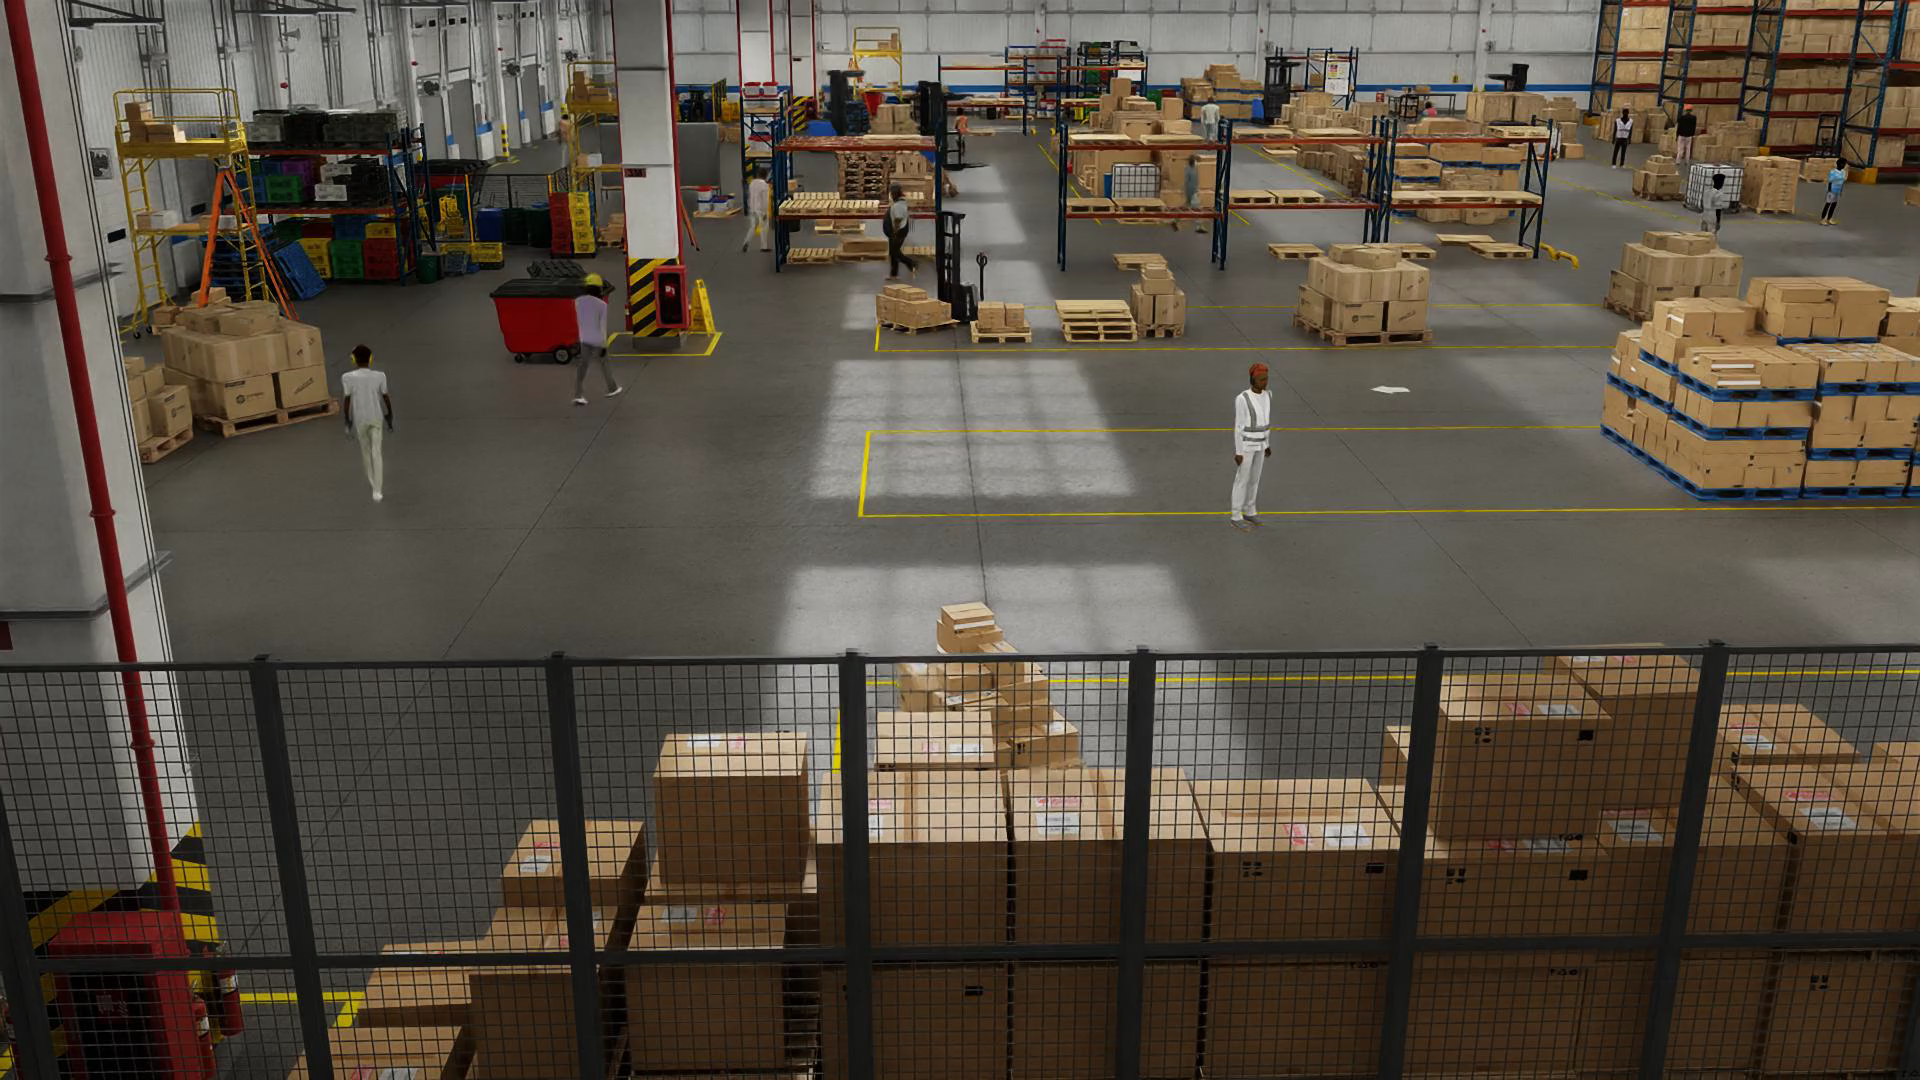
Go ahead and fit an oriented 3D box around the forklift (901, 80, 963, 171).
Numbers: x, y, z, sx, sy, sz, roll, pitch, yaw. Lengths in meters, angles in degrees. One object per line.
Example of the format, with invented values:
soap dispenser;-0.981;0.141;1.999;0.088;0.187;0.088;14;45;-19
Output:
forklift;-0.976;-13.185;52.985;1.873;2.768;1.129;-9;21;-26

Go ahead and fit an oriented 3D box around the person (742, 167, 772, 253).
person;-4.559;-7.368;37.244;0.649;1.909;0.690;16;25;40

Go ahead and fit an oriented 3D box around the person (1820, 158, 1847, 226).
person;21.828;-8.688;41.497;0.532;1.686;0.334;-8;20;-23

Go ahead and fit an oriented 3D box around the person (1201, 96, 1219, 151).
person;8.974;-14.977;59.765;0.652;1.928;0.434;4;19;11

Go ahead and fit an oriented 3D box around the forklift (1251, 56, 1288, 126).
forklift;13.178;-18.831;69.734;1.129;2.768;1.873;-7;20;-20

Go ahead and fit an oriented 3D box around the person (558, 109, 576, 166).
person;-12.840;-13.114;54.321;0.598;1.886;0.966;2;19;5

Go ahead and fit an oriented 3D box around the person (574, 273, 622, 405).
person;-5.332;-2.911;24.080;0.580;1.871;1.021;7;20;19

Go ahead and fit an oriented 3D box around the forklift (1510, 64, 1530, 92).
forklift;21.332;-16.786;63.667;1.873;2.768;1.129;0;19;-1

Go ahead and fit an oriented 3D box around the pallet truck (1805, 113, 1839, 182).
pallet truck;26.403;-11.957;50.702;0.823;1.965;1.885;6;19;16

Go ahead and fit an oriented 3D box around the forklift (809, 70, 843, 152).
forklift;-4.390;-15.230;59.051;1.873;2.768;1.129;1;19;3

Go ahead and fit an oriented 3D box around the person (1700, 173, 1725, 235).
person;16.133;-6.882;35.716;0.373;1.960;0.608;-3;19;-9

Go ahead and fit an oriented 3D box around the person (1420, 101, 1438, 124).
person;16.471;-14.543;58.634;0.649;1.826;0.455;-7;20;-20

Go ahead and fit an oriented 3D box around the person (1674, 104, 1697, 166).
person;23.922;-13.353;54.849;0.612;1.995;0.376;1;19;2

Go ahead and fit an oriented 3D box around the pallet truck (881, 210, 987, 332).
pallet truck;-0.493;-4.759;29.349;1.885;1.965;0.823;-13;23;-34

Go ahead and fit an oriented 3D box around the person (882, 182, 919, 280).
person;-1.238;-6.274;33.776;0.673;2.000;0.687;0;19;-1

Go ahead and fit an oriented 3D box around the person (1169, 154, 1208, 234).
person;5.560;-8.380;40.250;0.928;1.900;0.640;4;19;12

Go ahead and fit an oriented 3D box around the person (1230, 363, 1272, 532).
person;3.251;-1.037;18.483;0.582;1.882;0.338;-17;25;-41

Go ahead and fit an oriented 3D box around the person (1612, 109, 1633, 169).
person;21.515;-13.050;54.082;0.592;1.912;0.383;2;19;5

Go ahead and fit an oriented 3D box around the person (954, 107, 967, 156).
person;0.029;-14.186;57.798;0.548;1.683;0.370;-14;23;-35

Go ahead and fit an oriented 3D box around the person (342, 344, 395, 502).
person;-7.004;-1.423;19.720;0.554;1.819;0.990;-5;19;-15

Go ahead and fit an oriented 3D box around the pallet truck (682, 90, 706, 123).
pallet truck;-9.671;-15.907;62.421;0.823;1.965;1.885;5;19;15

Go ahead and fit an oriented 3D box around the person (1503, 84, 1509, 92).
person;21.931;-17.433;67.071;0.581;1.911;0.738;10;21;26
